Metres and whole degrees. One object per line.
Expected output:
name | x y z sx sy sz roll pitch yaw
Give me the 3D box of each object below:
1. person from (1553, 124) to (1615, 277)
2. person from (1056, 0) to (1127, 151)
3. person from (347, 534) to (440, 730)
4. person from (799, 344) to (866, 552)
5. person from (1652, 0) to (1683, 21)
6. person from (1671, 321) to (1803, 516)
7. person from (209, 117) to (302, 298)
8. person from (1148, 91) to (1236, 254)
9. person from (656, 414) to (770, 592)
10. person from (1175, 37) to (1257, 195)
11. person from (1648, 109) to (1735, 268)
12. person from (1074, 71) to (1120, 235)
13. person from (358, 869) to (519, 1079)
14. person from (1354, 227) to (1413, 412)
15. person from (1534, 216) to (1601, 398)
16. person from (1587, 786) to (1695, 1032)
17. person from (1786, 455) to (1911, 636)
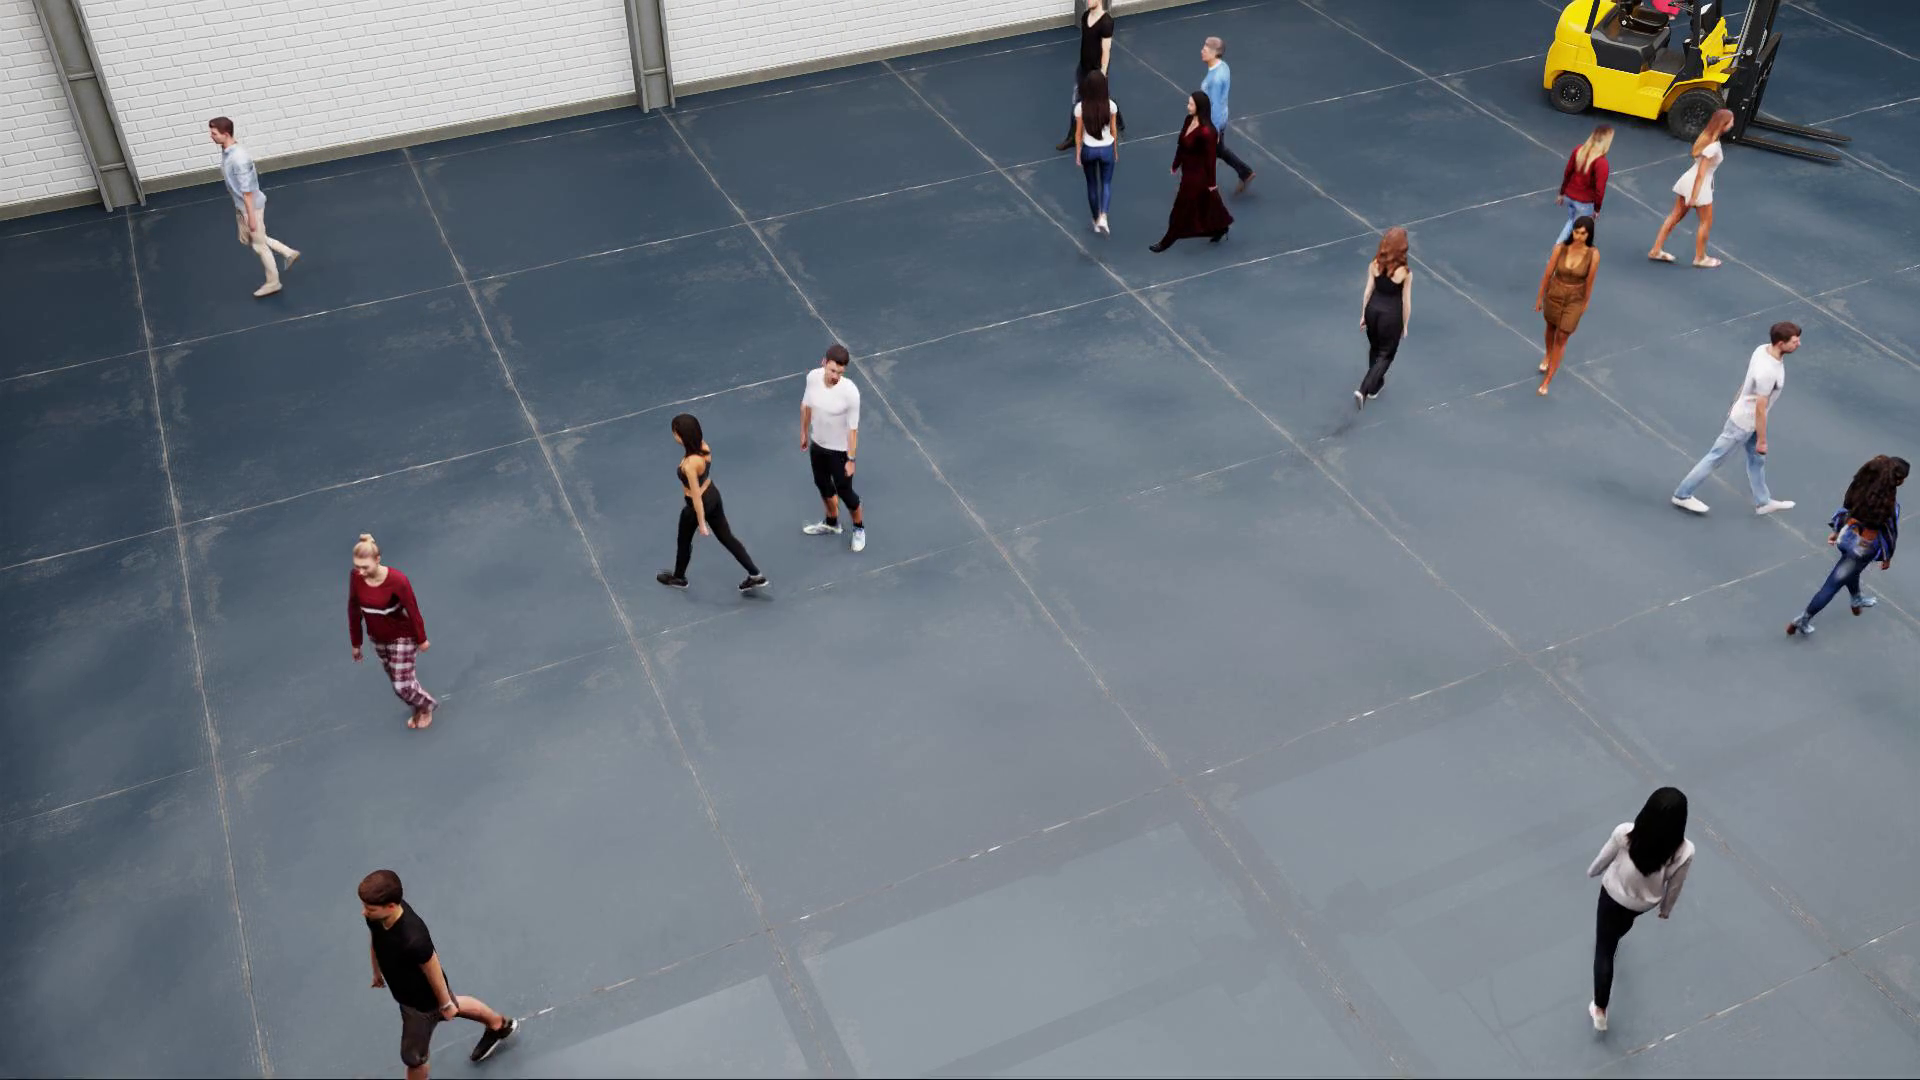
person | 6.070 -3.326 16.413 0.602 1.620 0.627 -21 43 -24
person | 1.589 -5.323 18.720 1.258 1.862 0.855 -25 45 -27
person | -3.863 0.600 11.439 0.745 1.692 0.808 12 40 14
person | -1.027 -0.767 13.040 0.748 1.831 0.828 -23 44 -26
person | 9.482 -7.723 21.834 0.710 1.725 0.705 0 39 0
person | 6.172 -0.951 13.295 1.191 1.800 1.175 15 41 18
person | -6.808 -3.261 16.158 0.865 1.836 0.743 -25 45 -28
person | 2.490 -3.698 16.821 1.240 1.692 0.832 -10 40 -12
person | -1.848 -0.236 12.559 1.116 1.601 1.011 9 39 11
person | 2.789 -4.463 17.704 1.190 1.785 1.059 7 39 8
person | 7.262 -3.518 16.618 1.015 1.665 0.897 5 39 7
person | 1.401 -3.890 17.011 0.891 1.755 0.900 4 39 5
person | -2.879 2.388 9.090 0.975 1.830 1.302 32 48 33
person | 3.660 -1.892 14.533 0.898 1.726 1.070 24 44 27
person | 5.444 -2.177 14.946 0.925 1.655 1.080 20 43 23
person | 3.846 2.119 9.566 1.112 1.656 1.094 8 39 10
person | 6.491 0.083 12.181 1.085 1.574 0.786 -8 39 -10
